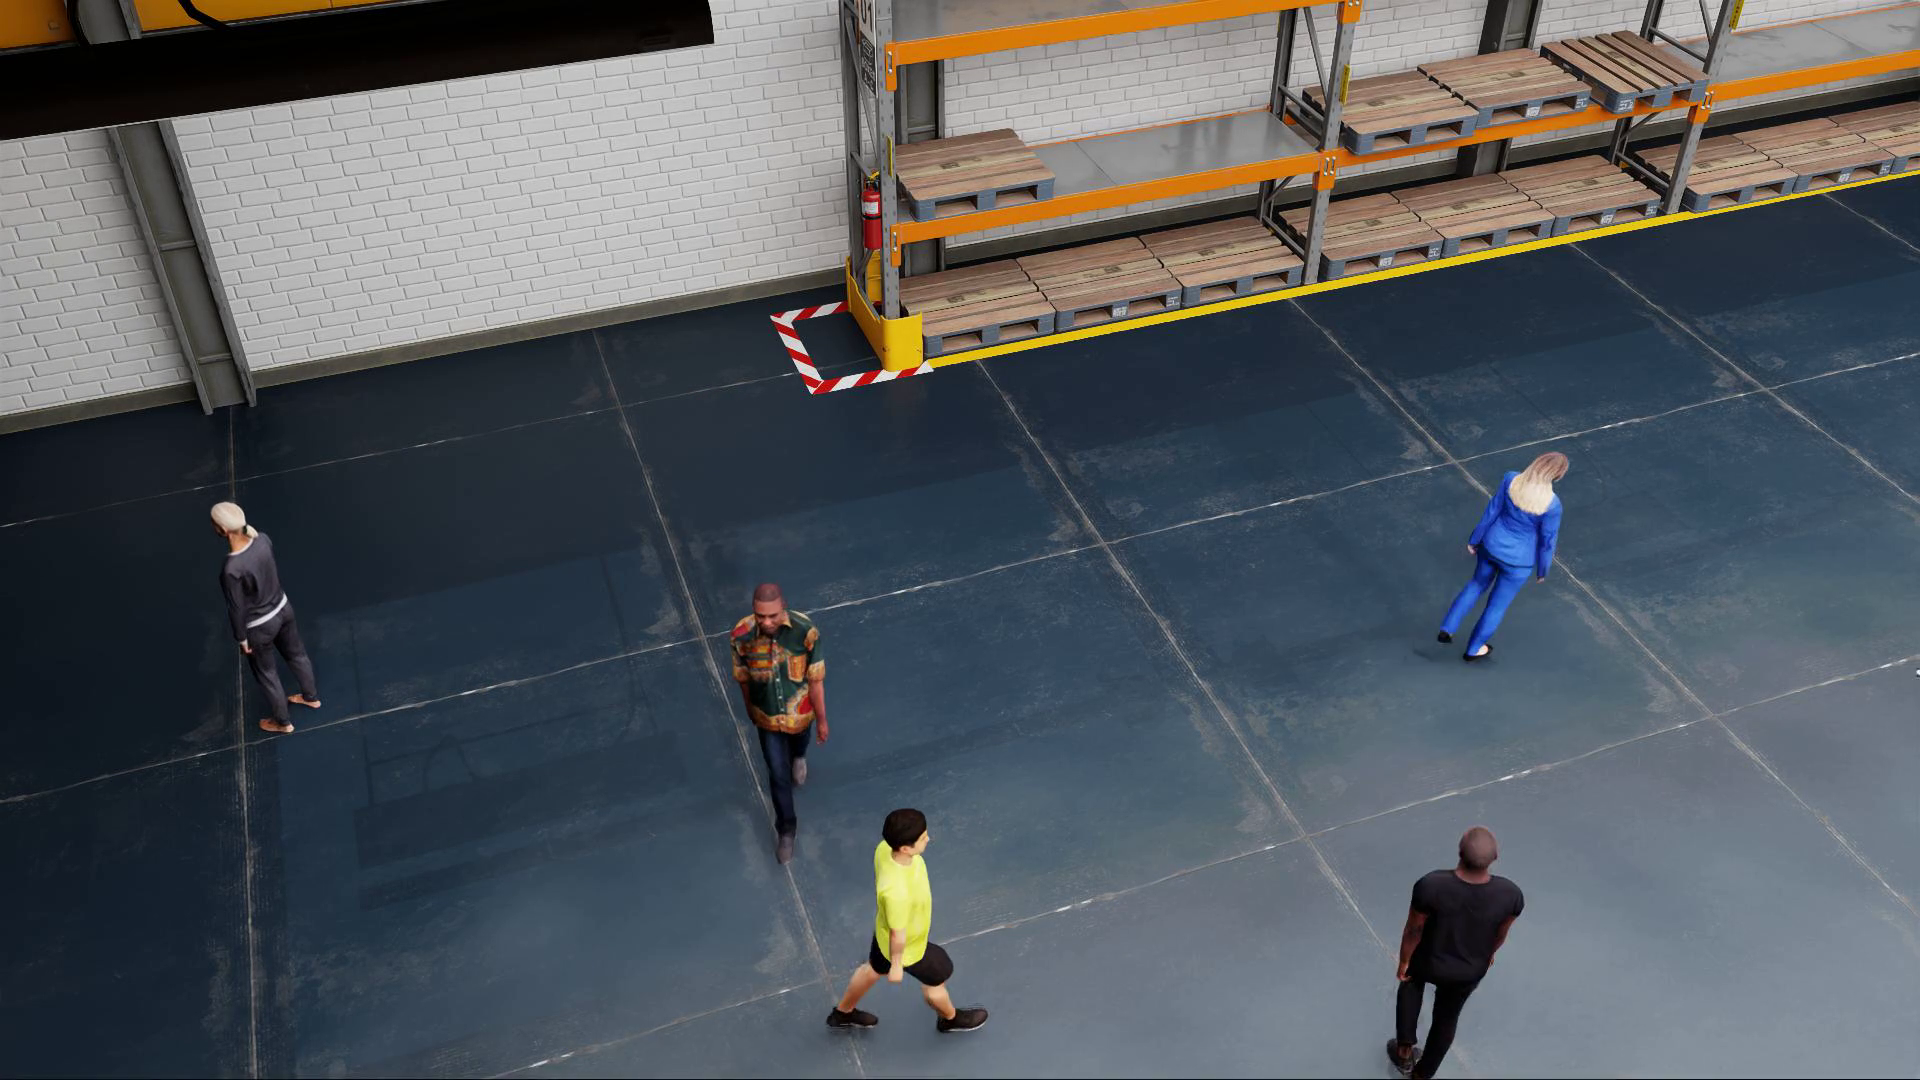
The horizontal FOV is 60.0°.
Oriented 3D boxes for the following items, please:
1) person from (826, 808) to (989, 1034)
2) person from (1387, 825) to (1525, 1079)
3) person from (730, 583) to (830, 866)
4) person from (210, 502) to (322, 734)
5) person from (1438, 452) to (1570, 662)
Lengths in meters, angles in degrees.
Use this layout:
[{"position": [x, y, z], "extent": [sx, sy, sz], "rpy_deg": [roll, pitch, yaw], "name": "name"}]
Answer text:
[{"position": [-0.374, 1.990, 8.414], "extent": [1.123, 1.669, 0.753], "rpy_deg": [-6, 39, -8], "name": "person"}, {"position": [2.392, 2.131, 8.128], "extent": [0.771, 1.804, 0.858], "rpy_deg": [8, 39, 10], "name": "person"}, {"position": [-1.009, 0.905, 9.694], "extent": [1.181, 1.766, 0.921], "rpy_deg": [-4, 39, -5], "name": "person"}, {"position": [-4.283, 0.454, 10.291], "extent": [0.750, 1.726, 0.711], "rpy_deg": [12, 40, 15], "name": "person"}, {"position": [3.501, 0.132, 10.738], "extent": [0.792, 1.671, 0.856], "rpy_deg": [30, 47, 32], "name": "person"}]
